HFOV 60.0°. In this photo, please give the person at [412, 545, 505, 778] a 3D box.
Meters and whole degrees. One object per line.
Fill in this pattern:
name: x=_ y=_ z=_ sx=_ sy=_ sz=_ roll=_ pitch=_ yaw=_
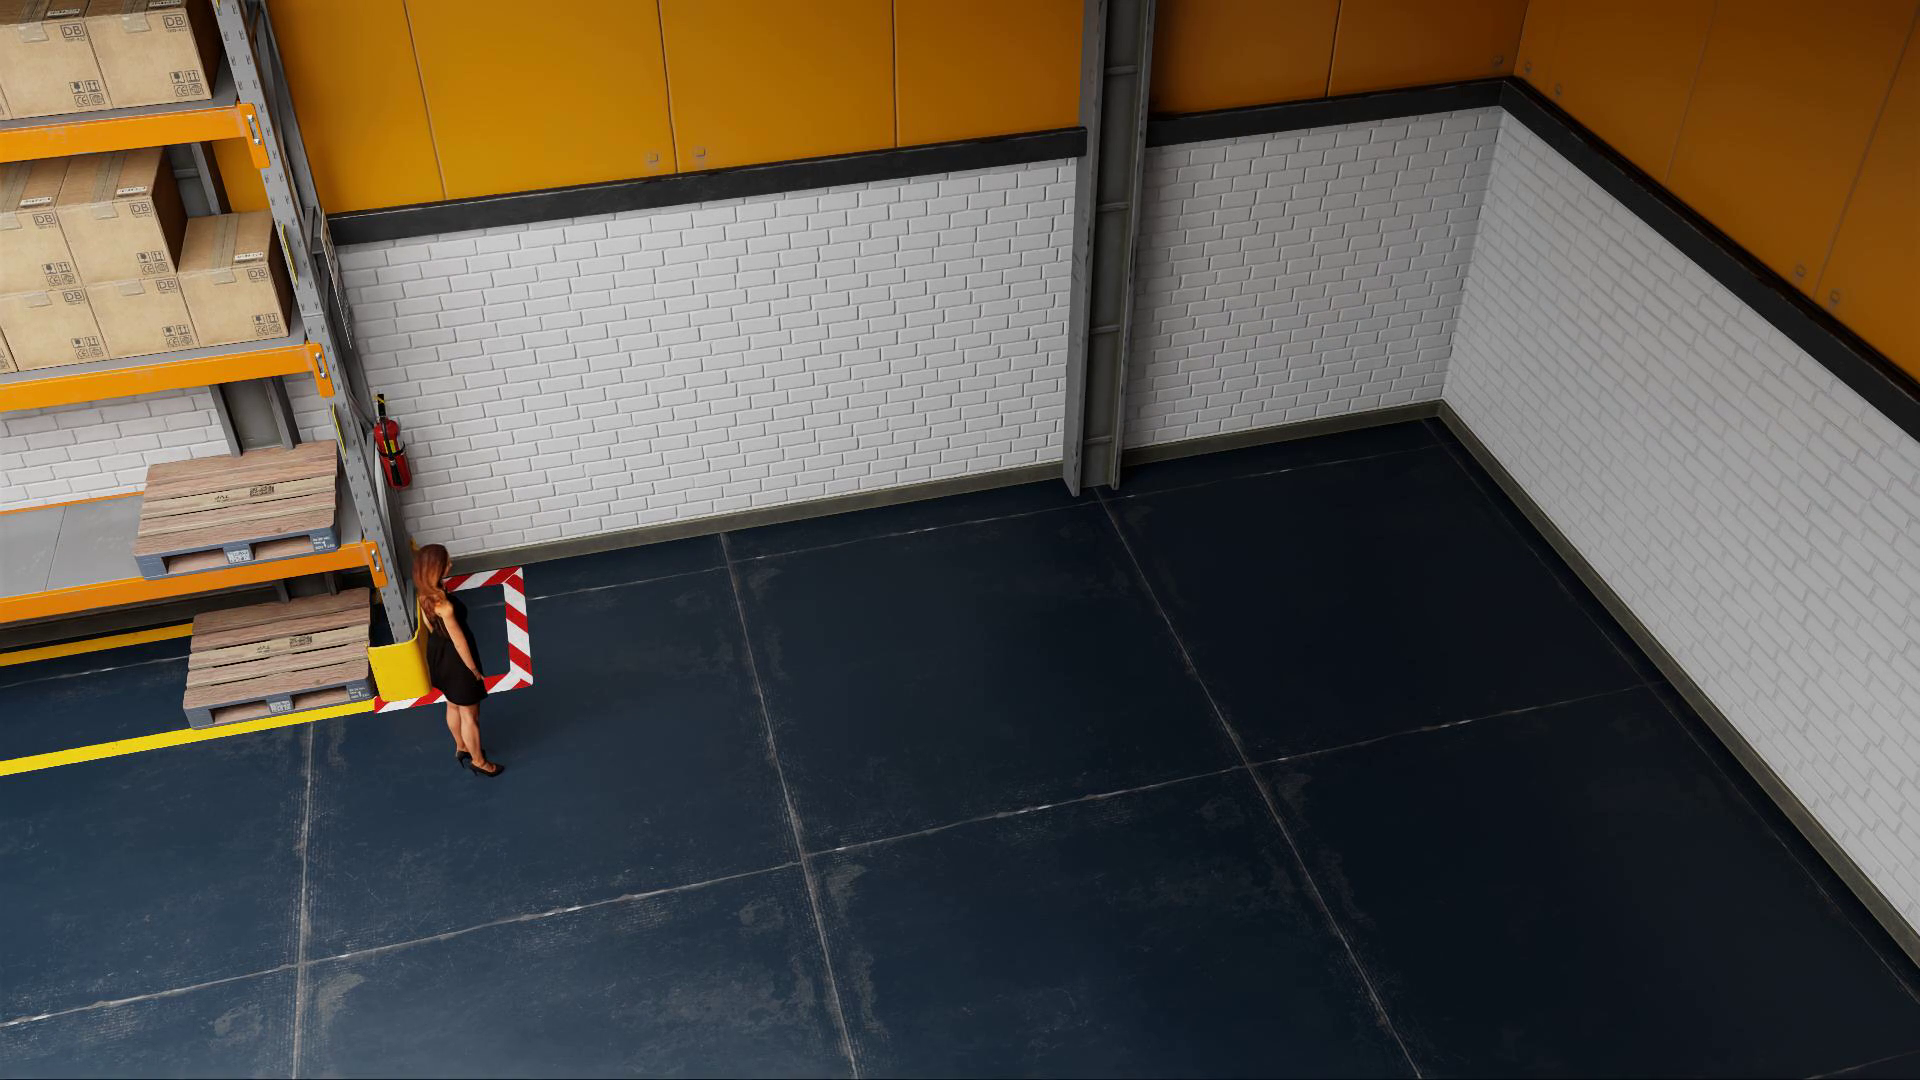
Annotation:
person: x=-3.171 y=0.777 z=10.435 sx=0.674 sy=1.834 sz=0.666 roll=-30 pitch=48 yaw=-32
